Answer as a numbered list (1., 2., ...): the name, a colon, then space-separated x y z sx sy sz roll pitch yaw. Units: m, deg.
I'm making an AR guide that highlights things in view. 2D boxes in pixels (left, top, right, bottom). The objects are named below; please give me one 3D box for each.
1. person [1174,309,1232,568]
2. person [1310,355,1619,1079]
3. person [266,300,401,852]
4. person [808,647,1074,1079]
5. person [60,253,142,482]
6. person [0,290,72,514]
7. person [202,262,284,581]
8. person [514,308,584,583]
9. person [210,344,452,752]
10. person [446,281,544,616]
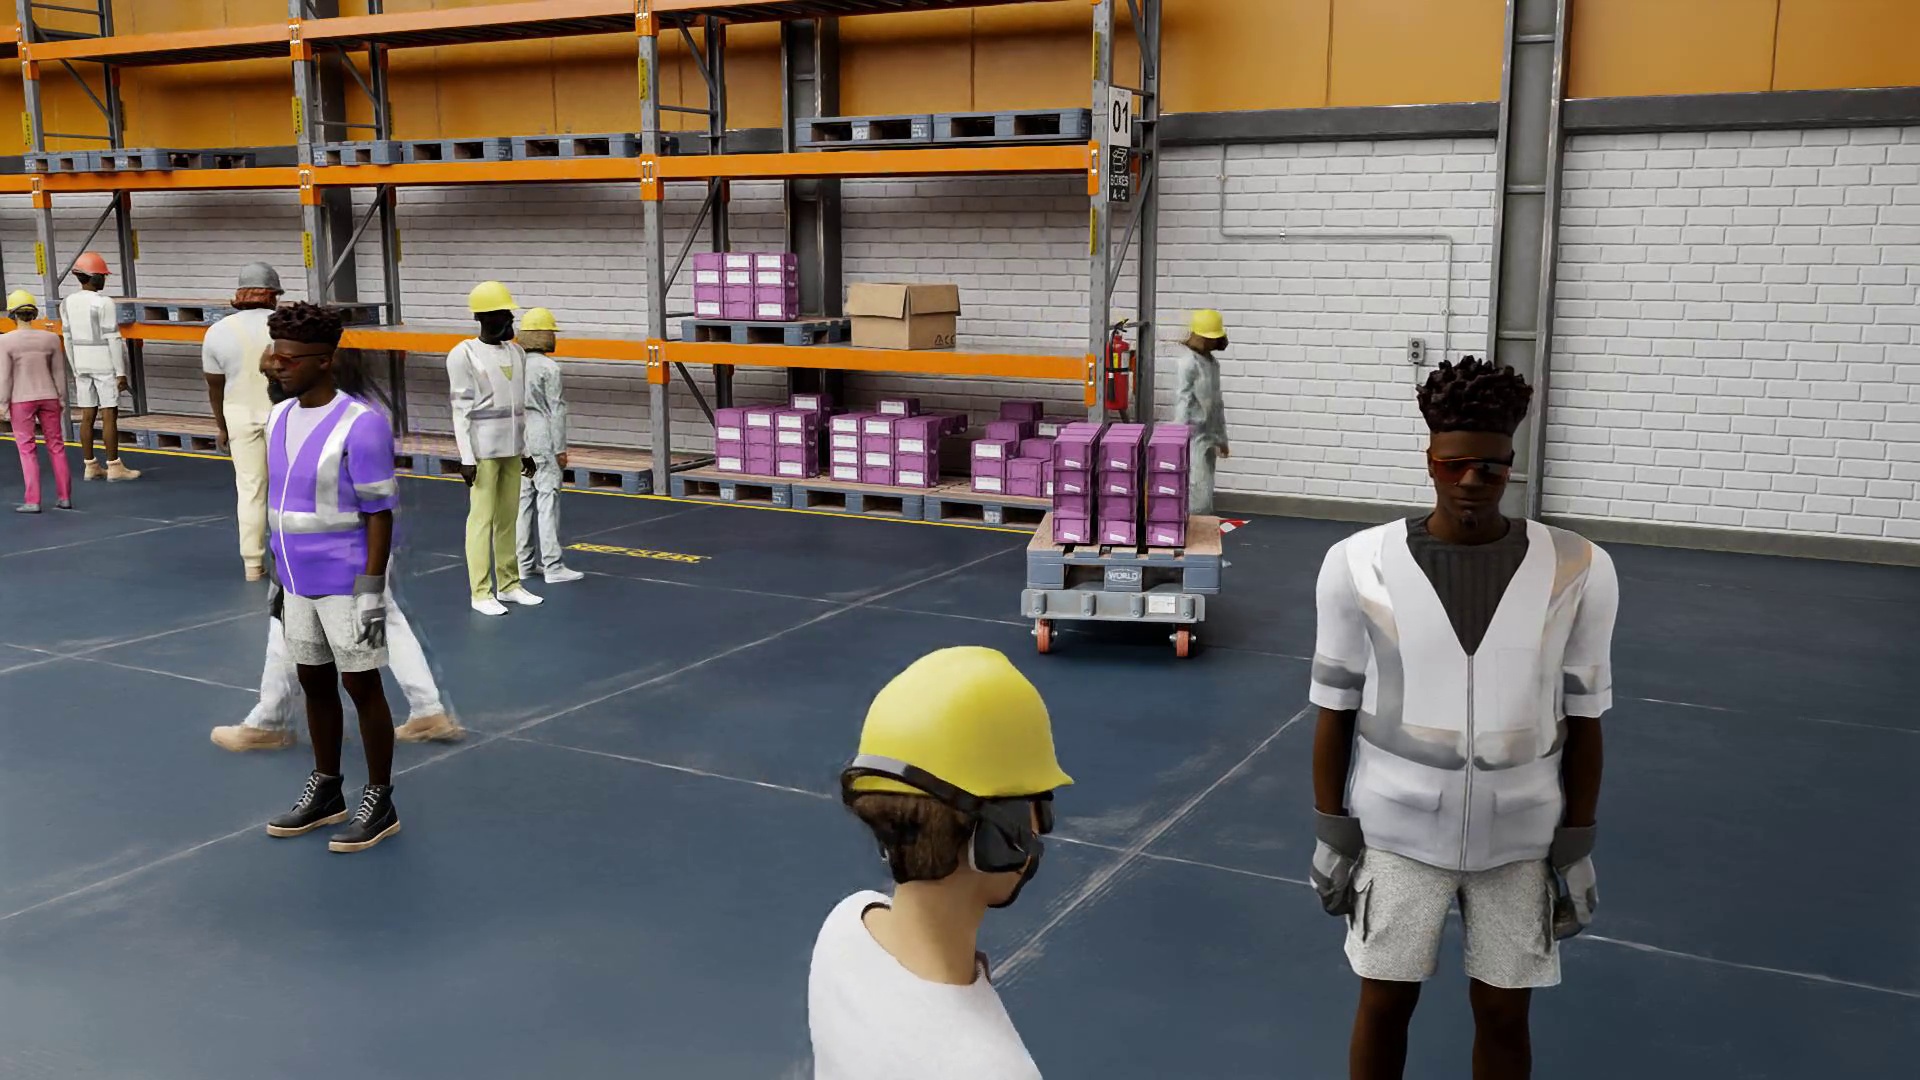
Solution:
1. person: 1.582 -0.639 10.826 0.331 1.724 0.560 6 12 30
2. person: 1.023 0.594 3.458 0.598 1.958 0.375 2 11 10
3. person: -2.272 0.133 5.968 0.607 1.960 0.367 6 12 30
4. person: 0.007 0.985 1.889 0.399 1.748 0.540 -5 11 -26
5. person: -7.713 -1.539 14.905 0.608 2.044 0.378 4 11 19
6. person: -7.383 -1.094 13.225 0.328 1.767 0.531 7 13 34
7. person: -4.410 -0.760 10.639 0.672 2.000 0.536 -2 10 -10
8. person: -2.670 -0.602 10.595 0.487 1.741 0.312 7 13 34
9. person: -2.665 0.034 7.029 0.990 1.784 0.666 1 10 6
10. person: -2.710 -0.537 9.720 0.357 1.930 0.587 5 11 25
